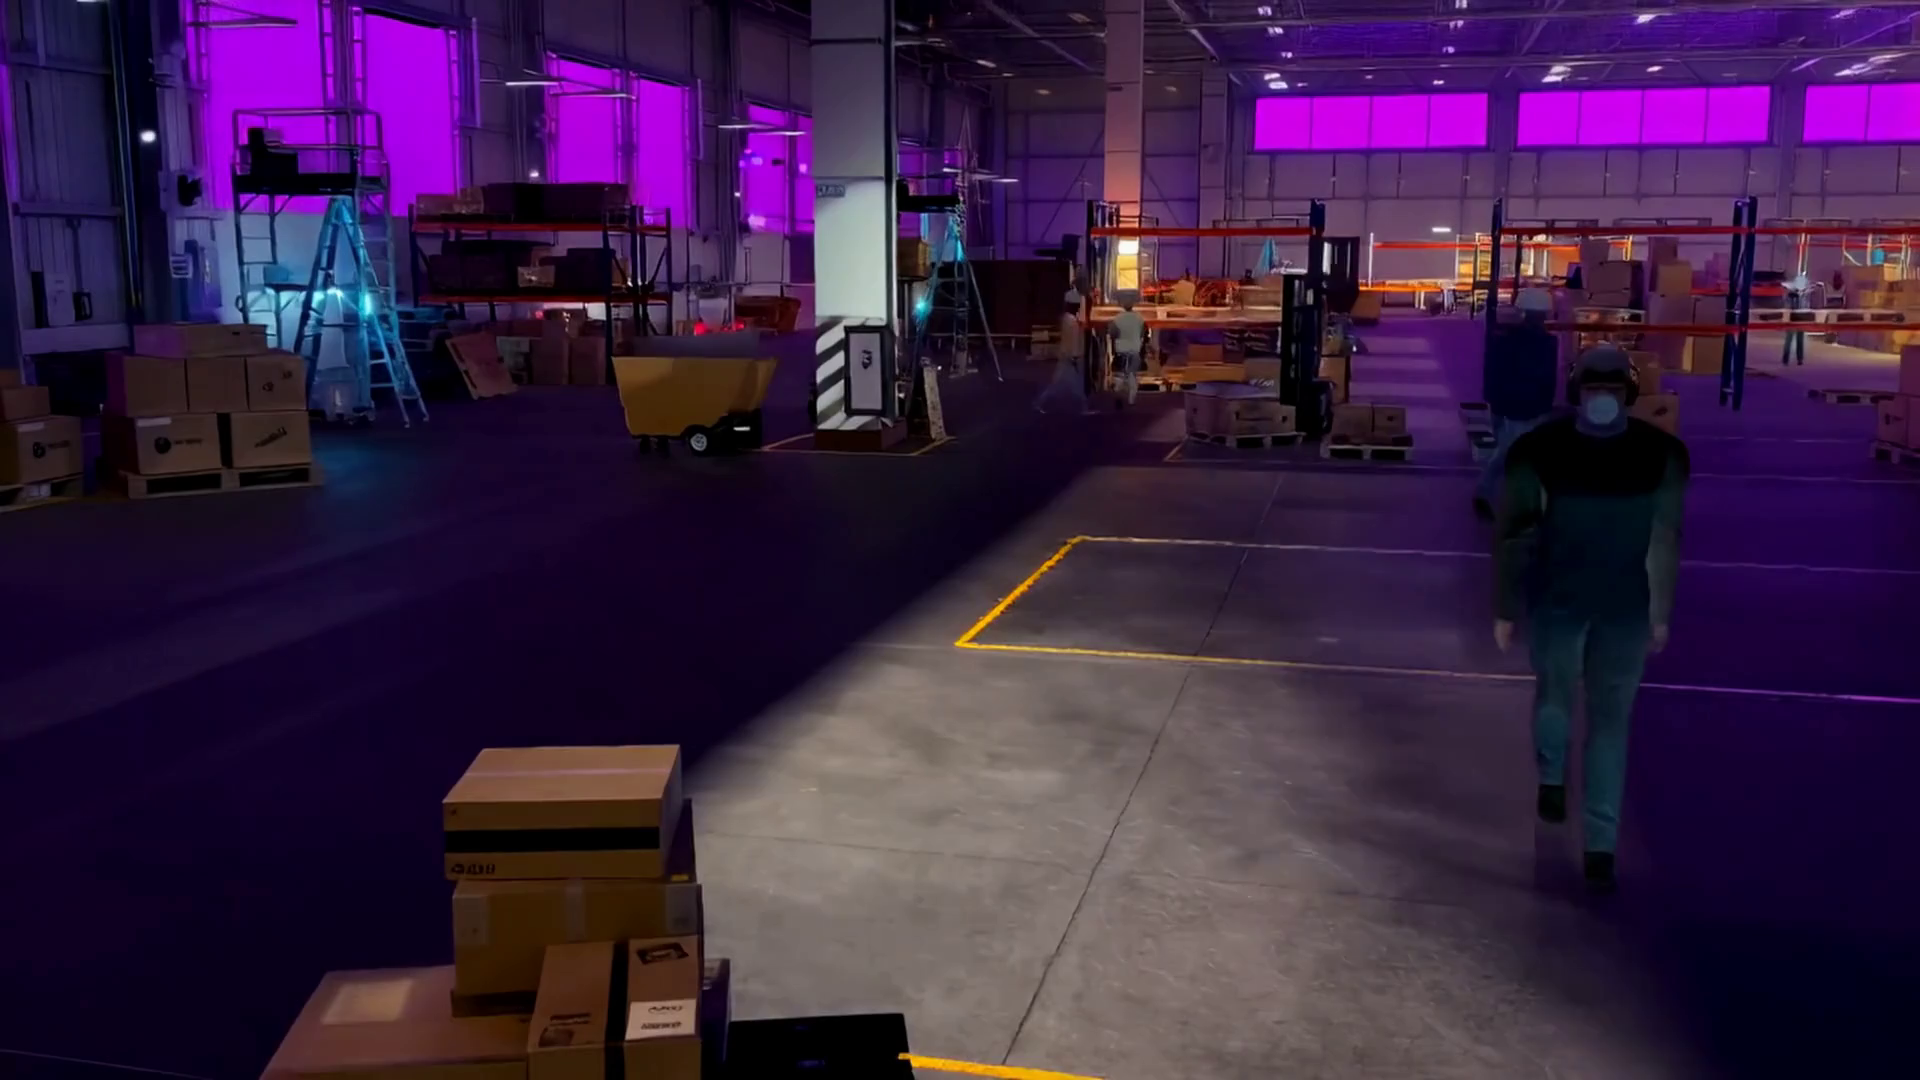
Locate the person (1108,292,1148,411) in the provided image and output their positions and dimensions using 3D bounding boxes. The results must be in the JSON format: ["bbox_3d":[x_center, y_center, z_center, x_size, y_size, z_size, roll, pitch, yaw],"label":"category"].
[{"bbox_3d":[2.391,-2.675,23.663,0.566,1.694,0.375,1,10,9],"label":"person"}]

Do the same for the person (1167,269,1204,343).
[{"bbox_3d":[5.687,-5.886,42.010,0.636,1.894,1.033,-9,13,-43],"label":"person"}]

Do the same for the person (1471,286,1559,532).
[{"bbox_3d":[4.493,-1.064,13.382,0.631,1.962,0.940,-3,10,-17],"label":"person"}]

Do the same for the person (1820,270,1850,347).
[{"bbox_3d":[21.369,-5.640,40.593,0.614,1.862,0.986,3,10,15],"label":"person"}]

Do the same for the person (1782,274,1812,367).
[{"bbox_3d":[16.727,-4.387,33.278,0.515,1.844,0.333,5,11,27],"label":"person"}]

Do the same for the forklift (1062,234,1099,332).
[{"bbox_3d":[3.145,-7.329,47.558,1.873,2.768,1.129,2,10,14],"label":"forklift"}]

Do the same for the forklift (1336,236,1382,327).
[{"bbox_3d":[12.030,-8.003,51.528,1.873,2.768,1.129,-2,10,-12],"label":"forklift"}]

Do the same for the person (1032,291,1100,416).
[{"bbox_3d":[1.436,-2.545,22.795,0.908,1.723,0.529,2,10,10],"label":"person"}]

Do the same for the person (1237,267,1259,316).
[{"bbox_3d":[8.067,-6.672,46.553,0.633,1.914,0.856,7,12,36],"label":"person"}]

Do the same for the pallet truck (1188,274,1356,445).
[{"bbox_3d":[3.653,-2.138,19.590,1.885,1.965,0.823,-4,10,-20],"label":"pallet truck"}]

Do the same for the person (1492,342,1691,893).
[{"bbox_3d":[2.276,0.215,6.077,0.646,1.895,1.017,3,10,16],"label":"person"}]

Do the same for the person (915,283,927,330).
[{"bbox_3d":[-1.118,-7.324,50.343,0.390,1.927,0.545,7,12,34],"label":"person"}]

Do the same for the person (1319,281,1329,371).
[{"bbox_3d":[6.900,-4.109,31.965,0.485,1.737,0.321,-5,11,-28],"label":"person"}]

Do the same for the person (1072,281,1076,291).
[{"bbox_3d":[3.008,-6.730,47.074,0.577,1.841,0.803,0,10,0],"label":"person"}]

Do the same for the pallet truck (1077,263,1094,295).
[{"bbox_3d":[4.325,-8.180,55.162,0.823,1.965,1.885,6,11,31],"label":"pallet truck"}]

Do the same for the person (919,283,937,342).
[{"bbox_3d":[-0.795,-5.869,42.733,0.527,1.599,0.870,8,12,39],"label":"person"}]
